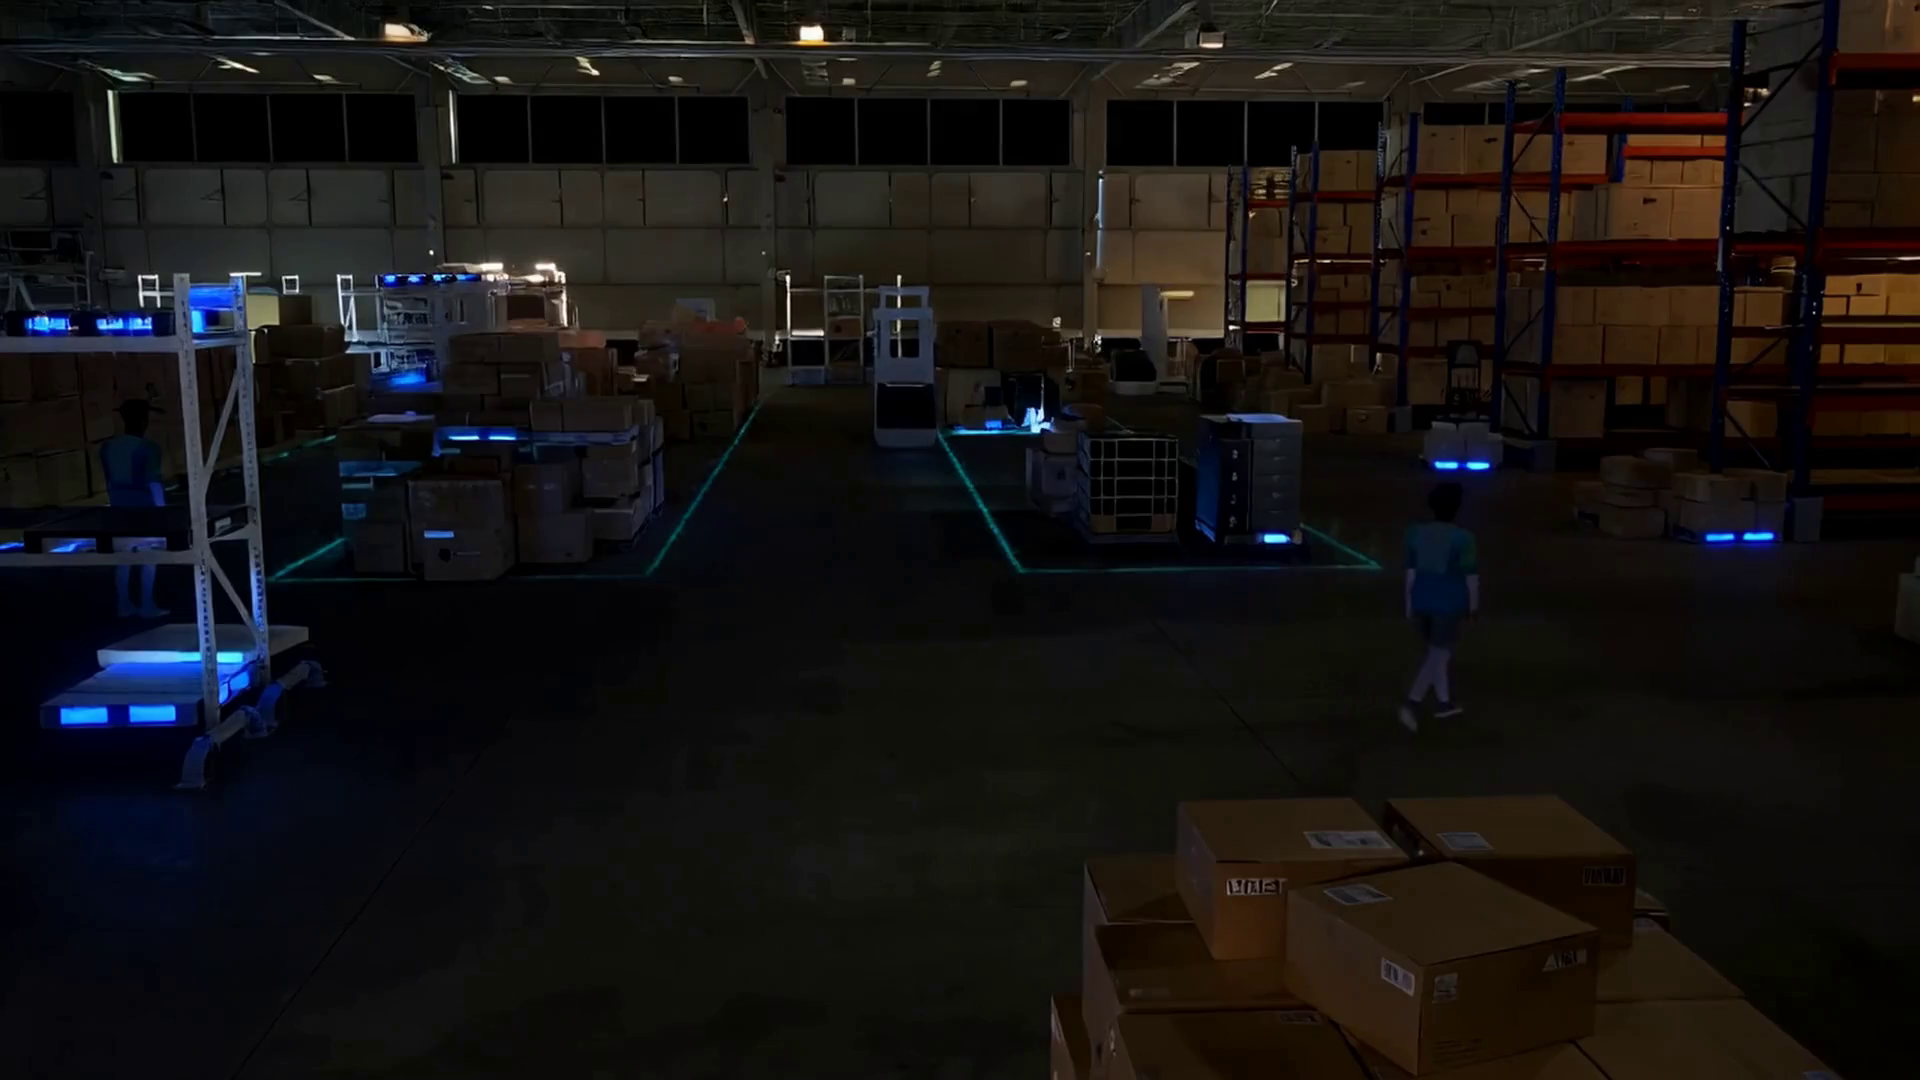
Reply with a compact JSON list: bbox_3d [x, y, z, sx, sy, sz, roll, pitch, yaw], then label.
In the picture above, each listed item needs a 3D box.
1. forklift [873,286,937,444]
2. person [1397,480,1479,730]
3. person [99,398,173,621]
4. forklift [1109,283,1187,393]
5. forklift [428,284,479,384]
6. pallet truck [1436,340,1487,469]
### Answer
[{"bbox_3d":[-1.001,-3.186,30.037,1.129,2.768,1.873,-1,9,-4],"label":"forklift"},{"bbox_3d":[3.185,0.429,11.143,0.820,1.664,0.537,-7,12,-39],"label":"person"},{"bbox_3d":[-7.229,-0.265,14.605,0.608,1.958,0.376,3,9,16],"label":"person"},{"bbox_3d":[4.827,-5.177,42.538,1.873,2.768,1.129,-1,9,-4],"label":"forklift"},{"bbox_3d":[-11.186,-4.309,37.087,1.129,2.768,1.873,-5,10,-29],"label":"forklift"},{"bbox_3d":[8.004,-2.170,26.422,0.823,1.965,1.885,2,9,14],"label":"pallet truck"}]
